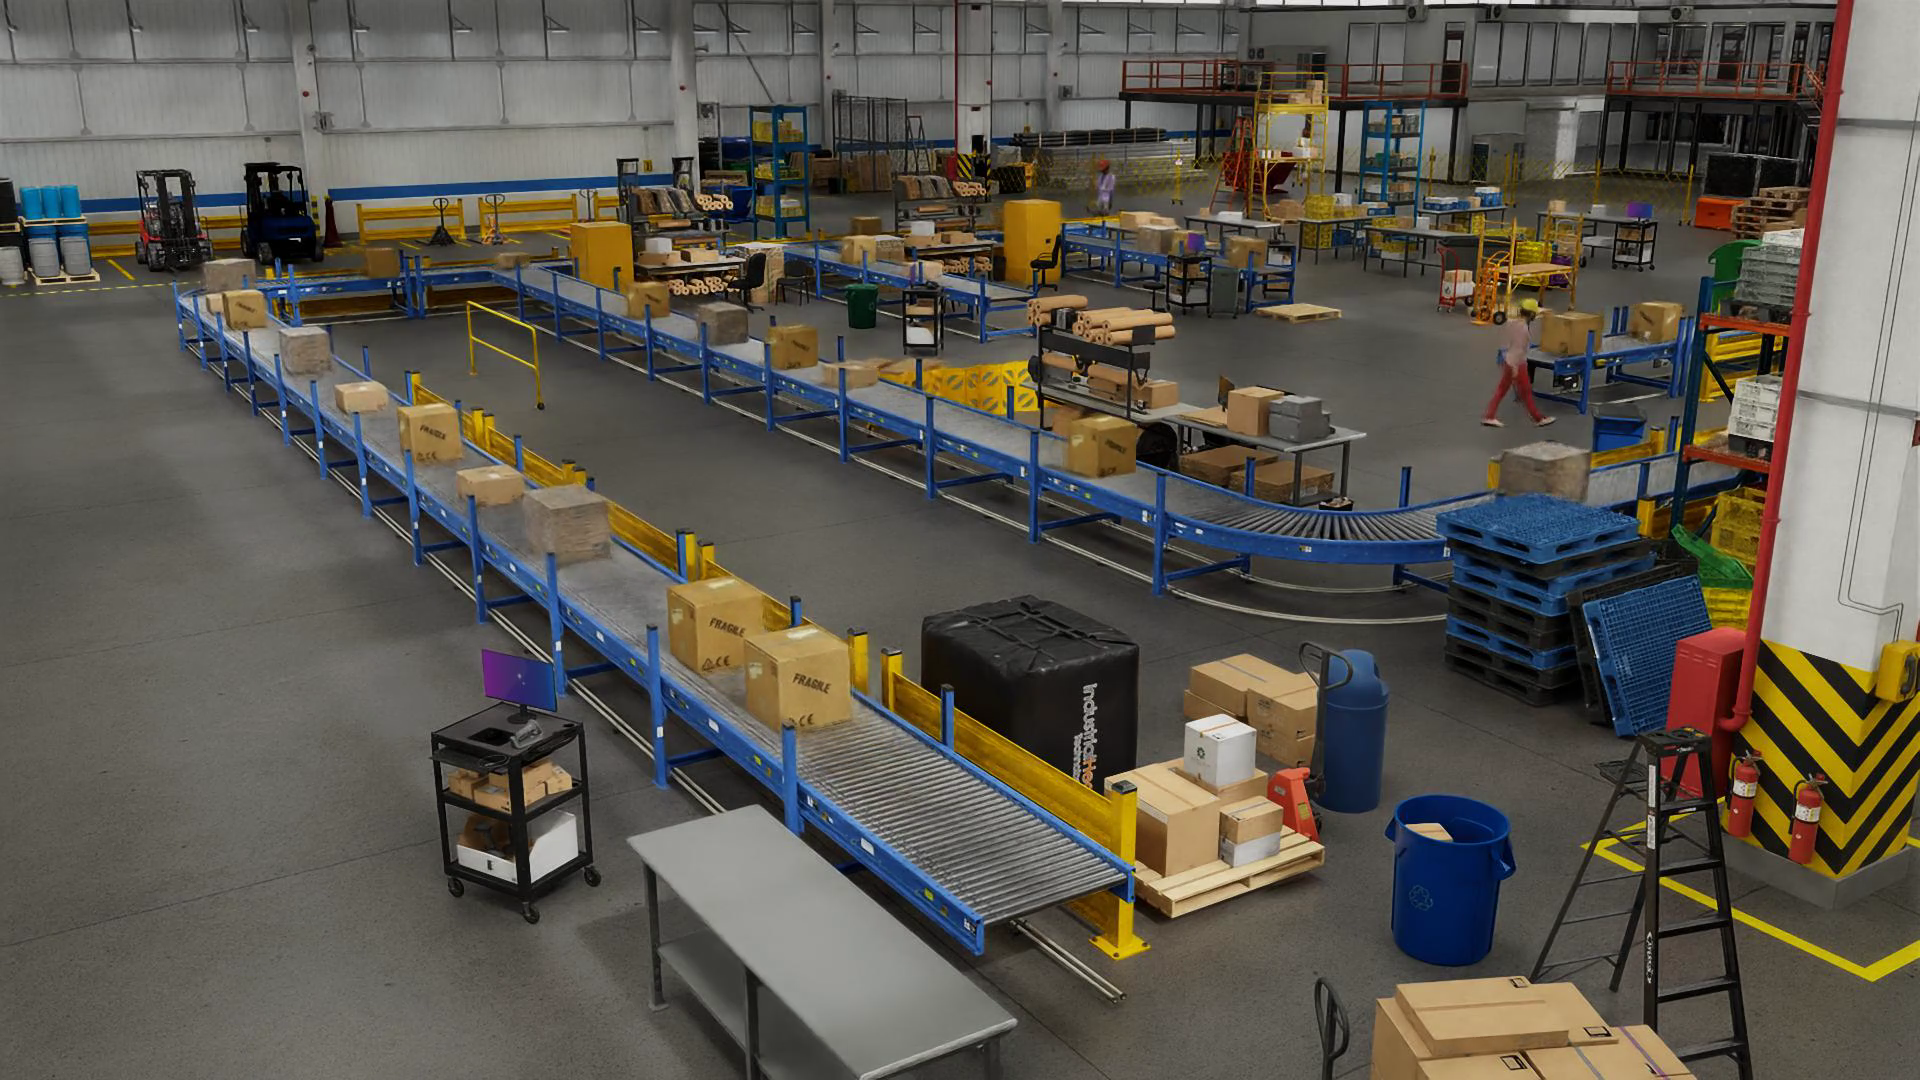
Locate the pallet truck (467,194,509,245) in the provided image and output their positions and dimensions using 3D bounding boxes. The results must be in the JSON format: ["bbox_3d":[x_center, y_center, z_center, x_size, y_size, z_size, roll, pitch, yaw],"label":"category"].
[{"bbox_3d":[-11.983,-8.177,42.137,0.704,1.261,1.522,-11,20,-33],"label":"pallet truck"}]

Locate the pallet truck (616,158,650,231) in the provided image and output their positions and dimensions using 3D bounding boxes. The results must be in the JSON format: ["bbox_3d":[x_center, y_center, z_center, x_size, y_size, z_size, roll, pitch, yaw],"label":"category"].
[{"bbox_3d":[-8.918,-9.176,44.255,0.823,1.965,1.885,-9,19,-27],"label":"pallet truck"}]

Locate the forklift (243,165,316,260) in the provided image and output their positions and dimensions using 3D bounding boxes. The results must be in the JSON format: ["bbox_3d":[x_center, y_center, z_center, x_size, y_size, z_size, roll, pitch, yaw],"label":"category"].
[{"bbox_3d":[-15.898,-7.669,38.708,1.157,1.987,2.680,-11,20,-33],"label":"forklift"}]

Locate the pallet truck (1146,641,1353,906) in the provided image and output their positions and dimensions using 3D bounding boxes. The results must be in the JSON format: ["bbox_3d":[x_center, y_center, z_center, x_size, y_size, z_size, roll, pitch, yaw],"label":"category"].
[{"bbox_3d":[1.664,1.407,10.232,1.630,1.274,0.653,-10,20,-31],"label":"pallet truck"}]

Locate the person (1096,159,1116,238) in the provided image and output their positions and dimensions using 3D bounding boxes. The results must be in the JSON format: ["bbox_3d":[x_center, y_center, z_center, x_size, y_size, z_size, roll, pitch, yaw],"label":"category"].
[{"bbox_3d":[3.728,-8.780,42.866,0.384,2.043,0.610,-12,20,-34],"label":"person"}]

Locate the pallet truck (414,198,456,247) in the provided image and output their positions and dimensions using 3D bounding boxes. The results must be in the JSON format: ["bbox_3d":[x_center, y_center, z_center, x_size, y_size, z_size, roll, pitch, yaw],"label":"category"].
[{"bbox_3d":[-13.250,-8.060,41.856,0.680,1.201,1.601,-10,20,-31],"label":"pallet truck"}]

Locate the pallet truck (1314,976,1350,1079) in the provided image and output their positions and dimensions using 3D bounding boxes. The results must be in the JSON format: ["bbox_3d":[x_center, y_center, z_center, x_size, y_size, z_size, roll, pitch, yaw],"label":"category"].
[{"bbox_3d":[2.299,2.390,7.086,1.601,1.201,0.680,-2,17,-7],"label":"pallet truck"}]

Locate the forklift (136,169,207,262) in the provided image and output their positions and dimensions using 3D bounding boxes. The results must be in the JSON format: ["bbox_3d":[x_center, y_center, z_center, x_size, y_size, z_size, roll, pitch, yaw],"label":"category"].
[{"bbox_3d":[-17.842,-7.318,37.559,1.157,1.987,2.680,-10,20,-31],"label":"forklift"}]

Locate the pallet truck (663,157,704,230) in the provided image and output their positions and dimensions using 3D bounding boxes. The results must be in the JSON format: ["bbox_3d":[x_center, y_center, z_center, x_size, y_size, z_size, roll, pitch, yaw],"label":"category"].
[{"bbox_3d":[-7.586,-9.308,44.692,0.823,1.965,1.885,-11,20,-33],"label":"pallet truck"}]

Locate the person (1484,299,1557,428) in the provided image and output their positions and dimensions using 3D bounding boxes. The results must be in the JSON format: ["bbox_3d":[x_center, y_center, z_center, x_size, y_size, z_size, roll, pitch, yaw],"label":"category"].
[{"bbox_3d":[7.418,-2.313,21.893,0.925,1.705,0.539,2,17,8],"label":"person"}]

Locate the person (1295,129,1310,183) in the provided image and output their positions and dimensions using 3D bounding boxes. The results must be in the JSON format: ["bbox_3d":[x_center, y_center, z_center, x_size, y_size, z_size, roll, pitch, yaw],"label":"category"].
[{"bbox_3d":[12.297,-13.851,60.010,0.783,1.889,0.494,13,21,37],"label":"person"}]

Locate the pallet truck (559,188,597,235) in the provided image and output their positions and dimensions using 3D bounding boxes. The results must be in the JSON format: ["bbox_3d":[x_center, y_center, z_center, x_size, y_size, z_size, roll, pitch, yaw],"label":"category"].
[{"bbox_3d":[-10.010,-8.652,43.699,0.653,1.274,1.630,-10,20,-31],"label":"pallet truck"}]
